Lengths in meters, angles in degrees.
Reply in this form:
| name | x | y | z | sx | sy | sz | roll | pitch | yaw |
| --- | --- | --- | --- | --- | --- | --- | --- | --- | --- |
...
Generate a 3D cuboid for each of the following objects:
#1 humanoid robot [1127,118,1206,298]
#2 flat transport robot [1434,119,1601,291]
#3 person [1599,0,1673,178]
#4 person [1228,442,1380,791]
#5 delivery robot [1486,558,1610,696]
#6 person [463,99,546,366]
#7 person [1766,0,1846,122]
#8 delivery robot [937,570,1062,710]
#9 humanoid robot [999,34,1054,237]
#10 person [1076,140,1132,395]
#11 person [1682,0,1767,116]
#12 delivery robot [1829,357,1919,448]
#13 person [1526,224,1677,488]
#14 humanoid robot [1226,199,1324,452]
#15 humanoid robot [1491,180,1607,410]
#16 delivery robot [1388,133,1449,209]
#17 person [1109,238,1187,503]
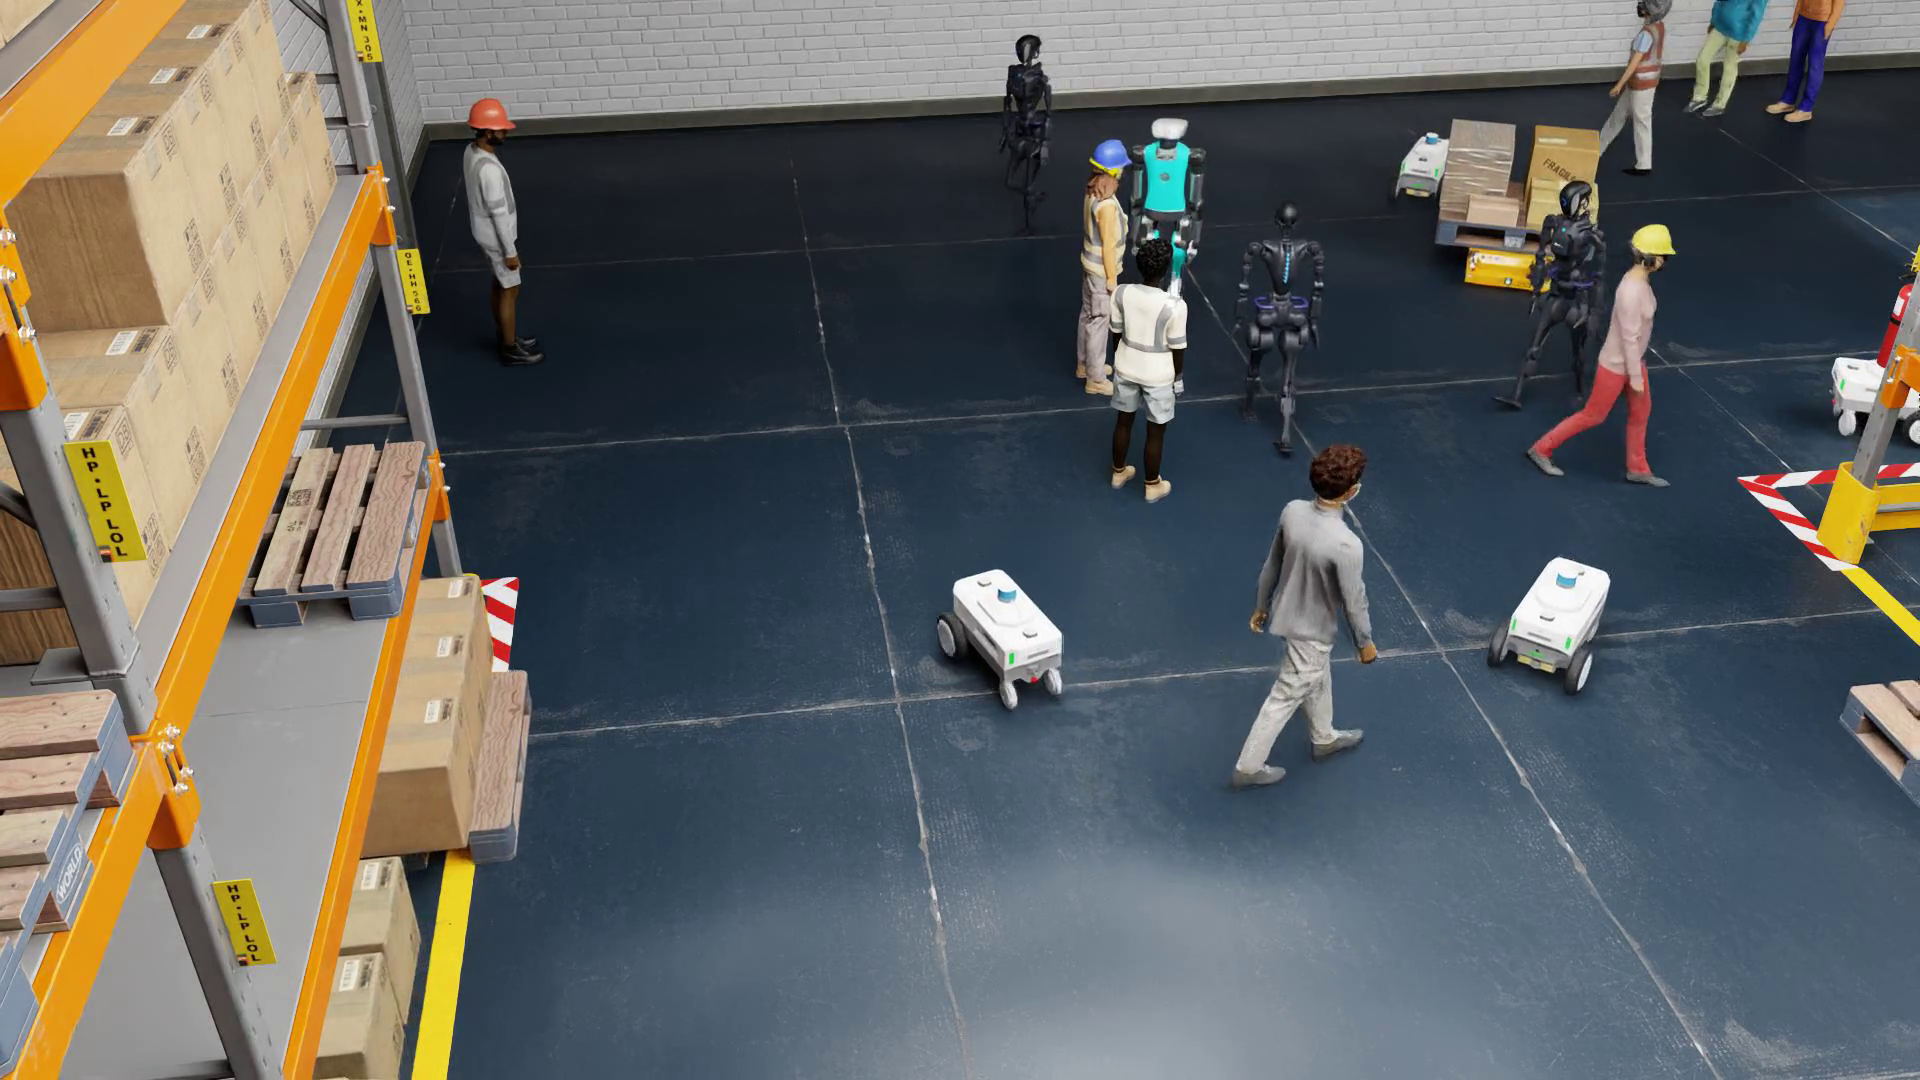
| name | x | y | z | sx | sy | sz | roll | pitch | yaw |
| --- | --- | --- | --- | --- | --- | --- | --- | --- | --- |
| humanoid robot | 1.482 | -2.222 | 11.924 | 0.538 | 1.793 | 0.794 | 7 | 34 | 10 |
| flat transport robot | 4.486 | -2.416 | 13.555 | 0.659 | 0.231 | 1.431 | 9 | 34 | 14 |
| person | 5.969 | -4.106 | 14.866 | 0.795 | 1.652 | 0.454 | 16 | 36 | 22 |
| person | 1.684 | 0.378 | 7.822 | 0.816 | 1.861 | 0.543 | -13 | 35 | -19 |
| delivery robot | 3.202 | 0.431 | 8.934 | 0.499 | 0.599 | 0.784 | 21 | 38 | 28 |
| person | -3.194 | -2.129 | 11.607 | 0.387 | 1.924 | 0.547 | -16 | 36 | -23 |
| person | 8.248 | -5.052 | 16.042 | 0.401 | 1.973 | 0.515 | -12 | 35 | -18 |
| delivery robot | 0.248 | 0.486 | 8.837 | 0.499 | 0.586 | 0.765 | -15 | 36 | -22 |
| humanoid robot | 0.609 | -3.320 | 13.655 | 0.470 | 1.649 | 0.600 | -24 | 40 | -32 |
| person | 0.983 | -1.854 | 11.311 | 0.311 | 1.777 | 0.481 | -5 | 33 | -8 |
| person | 7.423 | -4.919 | 16.065 | 0.535 | 1.707 | 0.625 | -17 | 37 | -24 |
| delivery robot | 6.205 | -0.972 | 11.071 | 0.749 | 0.585 | 0.518 | 10 | 34 | 14 |
| person | 4.059 | -1.115 | 10.228 | 0.844 | 1.719 | 0.517 | 19 | 38 | 27 |
| humanoid robot | 2.046 | -1.401 | 10.755 | 0.599 | 1.636 | 0.764 | -1 | 33 | -1 |
| humanoid robot | 4.021 | -1.594 | 11.047 | 0.786 | 1.617 | 0.612 | -19 | 38 | -27 |
| delivery robot | 4.093 | -3.264 | 14.583 | 0.499 | 0.585 | 0.765 | 15 | 36 | 22 |
| person | 1.132 | -1.023 | 10.120 | 0.531 | 1.694 | 0.320 | 23 | 40 | 31 |
